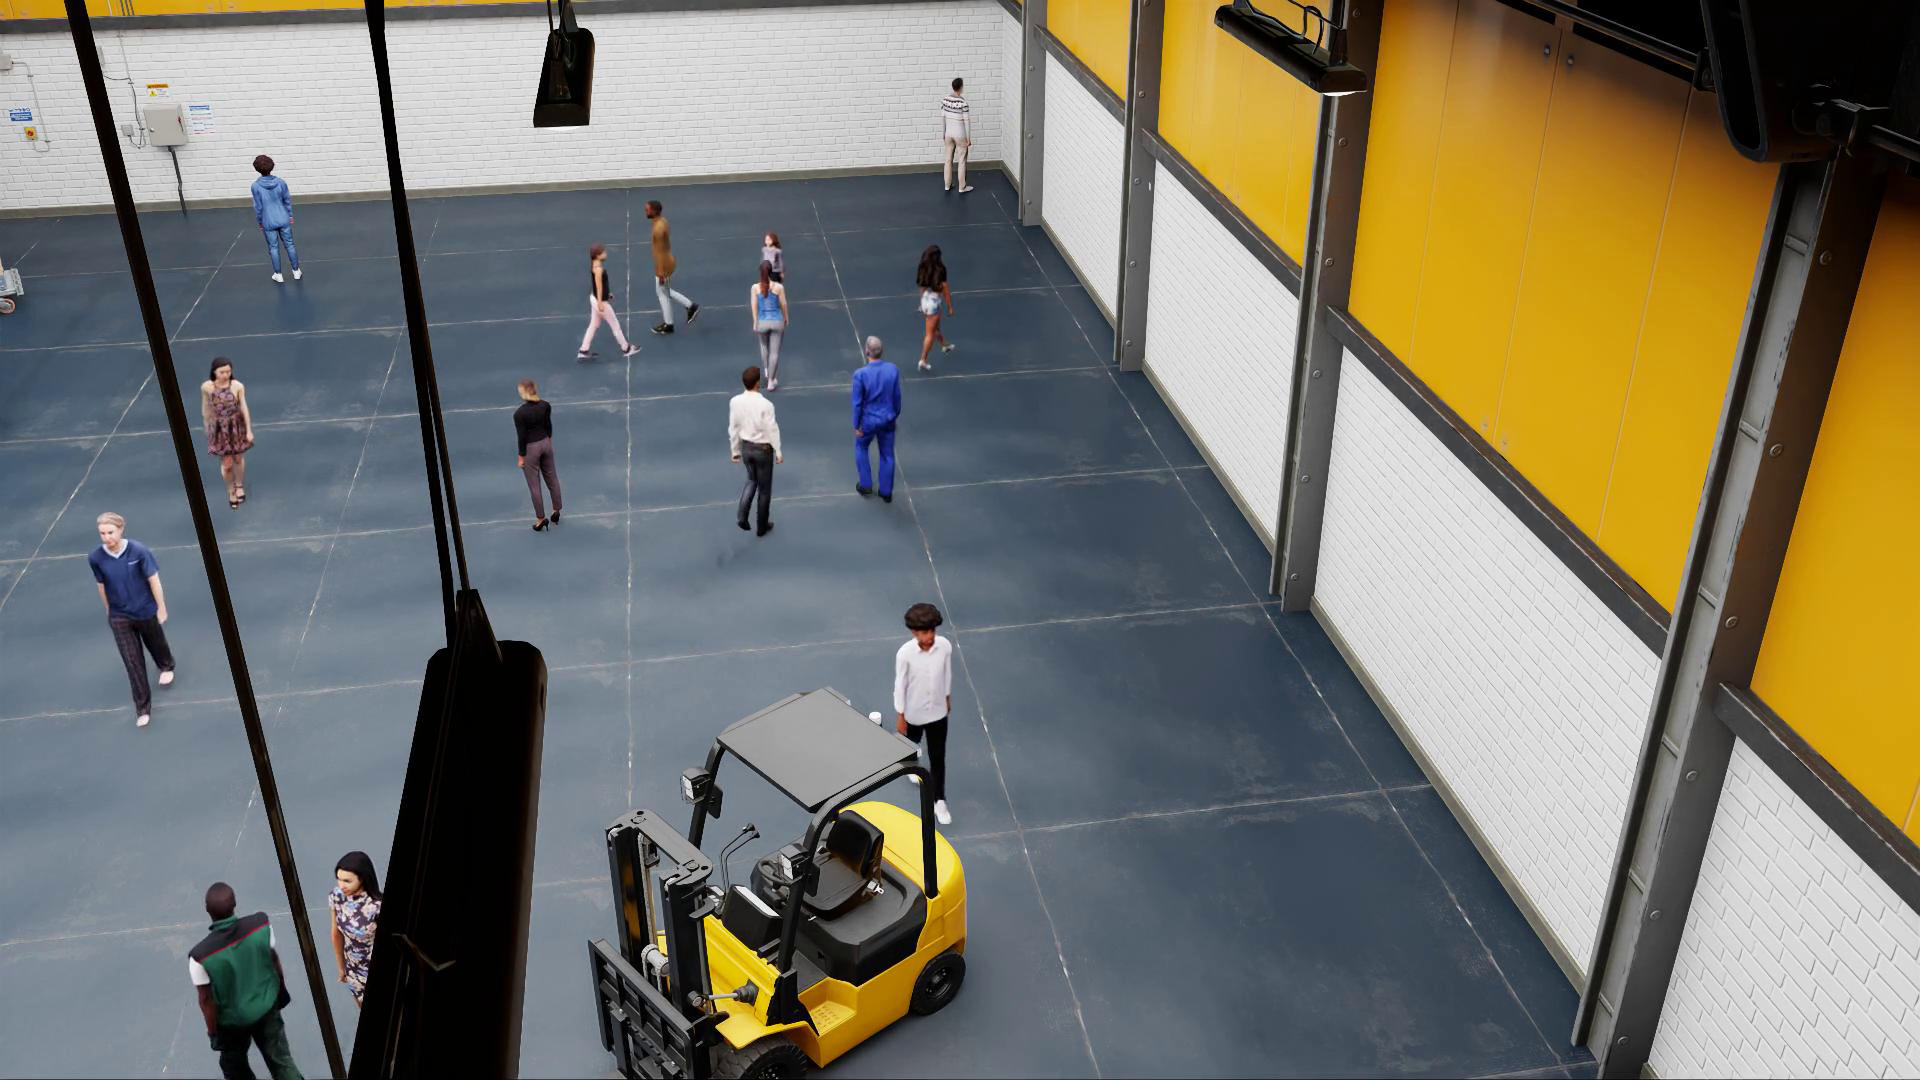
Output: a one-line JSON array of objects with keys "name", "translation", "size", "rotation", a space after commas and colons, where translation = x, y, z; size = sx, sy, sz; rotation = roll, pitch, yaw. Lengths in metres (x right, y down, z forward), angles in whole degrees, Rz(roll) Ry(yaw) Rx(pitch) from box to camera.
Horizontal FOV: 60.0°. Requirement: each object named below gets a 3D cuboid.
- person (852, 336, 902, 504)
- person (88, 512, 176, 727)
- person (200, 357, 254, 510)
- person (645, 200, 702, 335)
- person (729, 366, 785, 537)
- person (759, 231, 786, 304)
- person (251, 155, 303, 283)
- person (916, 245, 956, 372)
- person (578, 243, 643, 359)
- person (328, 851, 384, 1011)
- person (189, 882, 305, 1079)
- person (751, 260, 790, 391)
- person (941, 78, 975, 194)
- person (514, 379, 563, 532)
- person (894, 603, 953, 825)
[{"name": "person", "translation": [-0.834, -1.227, 17.533], "size": [0.785, 1.813, 0.738], "rotation": [-9, 30, -16]}, {"name": "person", "translation": [-7.032, 0.579, 14.216], "size": [0.767, 1.817, 1.222], "rotation": [-8, 30, -14]}, {"name": "person", "translation": [-7.687, -1.137, 17.457], "size": [0.745, 1.727, 0.826], "rotation": [-11, 31, -19]}, {"name": "person", "translation": [-3.793, -3.581, 21.862], "size": [0.731, 1.799, 0.837], "rotation": [-3, 29, -6]}, {"name": "person", "translation": [-2.089, -0.844, 16.783], "size": [0.846, 1.858, 0.904], "rotation": [12, 31, 21]}, {"name": "person", "translation": [-2.549, -3.726, 22.879], "size": [0.720, 1.079, 0.838], "rotation": [11, 31, 20]}, {"name": "person", "translation": [-9.762, -4.586, 23.693], "size": [0.753, 1.810, 0.711], "rotation": [-17, 33, -28]}, {"name": "person", "translation": [-0.400, -2.849, 20.736], "size": [1.006, 1.592, 0.984], "rotation": [24, 37, 37]}, {"name": "person", "translation": [-4.620, -2.994, 21.070], "size": [0.750, 1.527, 1.014], "rotation": [-12, 31, -21]}, {"name": "person", "translation": [-3.690, 2.680, 10.453], "size": [0.660, 1.734, 0.650], "rotation": [7, 29, 12]}, {"name": "person", "translation": [-4.236, 2.880, 10.025], "size": [1.293, 1.792, 1.153], "rotation": [22, 35, 34]}, {"name": "person", "translation": [-2.324, -2.595, 20.275], "size": [0.701, 1.588, 0.905], "rotation": [3, 29, 6]}, {"name": "person", "translation": [-0.066, -6.706, 27.527], "size": [0.754, 1.860, 0.796], "rotation": [16, 33, 27]}, {"name": "person", "translation": [-4.325, -0.874, 17.039], "size": [0.726, 1.667, 0.677], "rotation": [21, 35, 33]}, {"name": "person", "translation": [-0.317, 1.265, 13.014], "size": [0.761, 1.765, 1.184], "rotation": [-10, 30, -17]}]
